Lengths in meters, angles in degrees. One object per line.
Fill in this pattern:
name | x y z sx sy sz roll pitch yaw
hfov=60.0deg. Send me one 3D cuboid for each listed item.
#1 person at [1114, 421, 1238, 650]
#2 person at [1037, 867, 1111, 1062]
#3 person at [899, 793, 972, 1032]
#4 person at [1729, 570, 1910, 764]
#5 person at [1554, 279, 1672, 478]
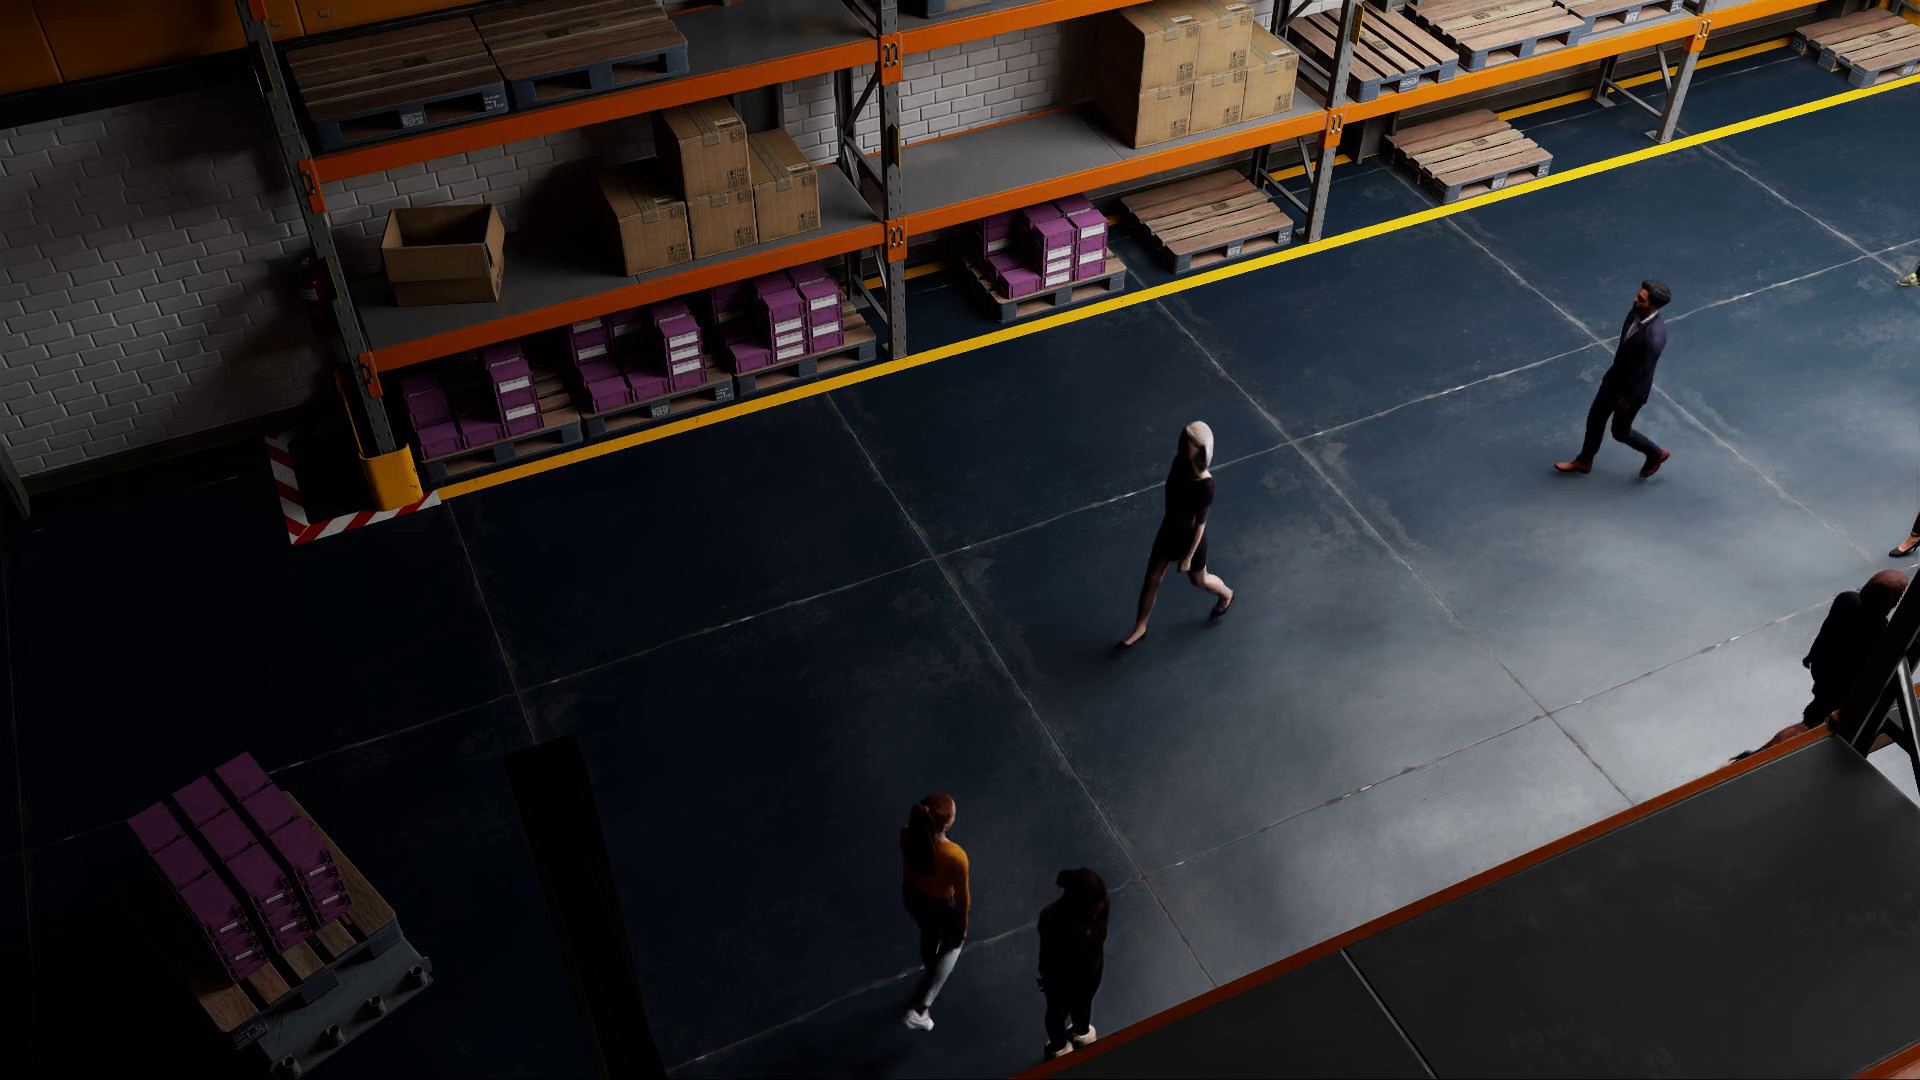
person | 1.517 -0.019 10.664 1.165 1.791 0.660 -24 48 -23
person | 0.565 2.169 8.462 0.599 1.661 0.665 0 44 0
person | -0.174 1.959 8.628 0.878 1.735 0.976 19 47 19
person | 5.097 0.840 9.846 1.054 1.677 0.680 -12 45 -12
person | 4.847 -1.095 11.858 1.094 1.704 0.871 -2 44 -2
